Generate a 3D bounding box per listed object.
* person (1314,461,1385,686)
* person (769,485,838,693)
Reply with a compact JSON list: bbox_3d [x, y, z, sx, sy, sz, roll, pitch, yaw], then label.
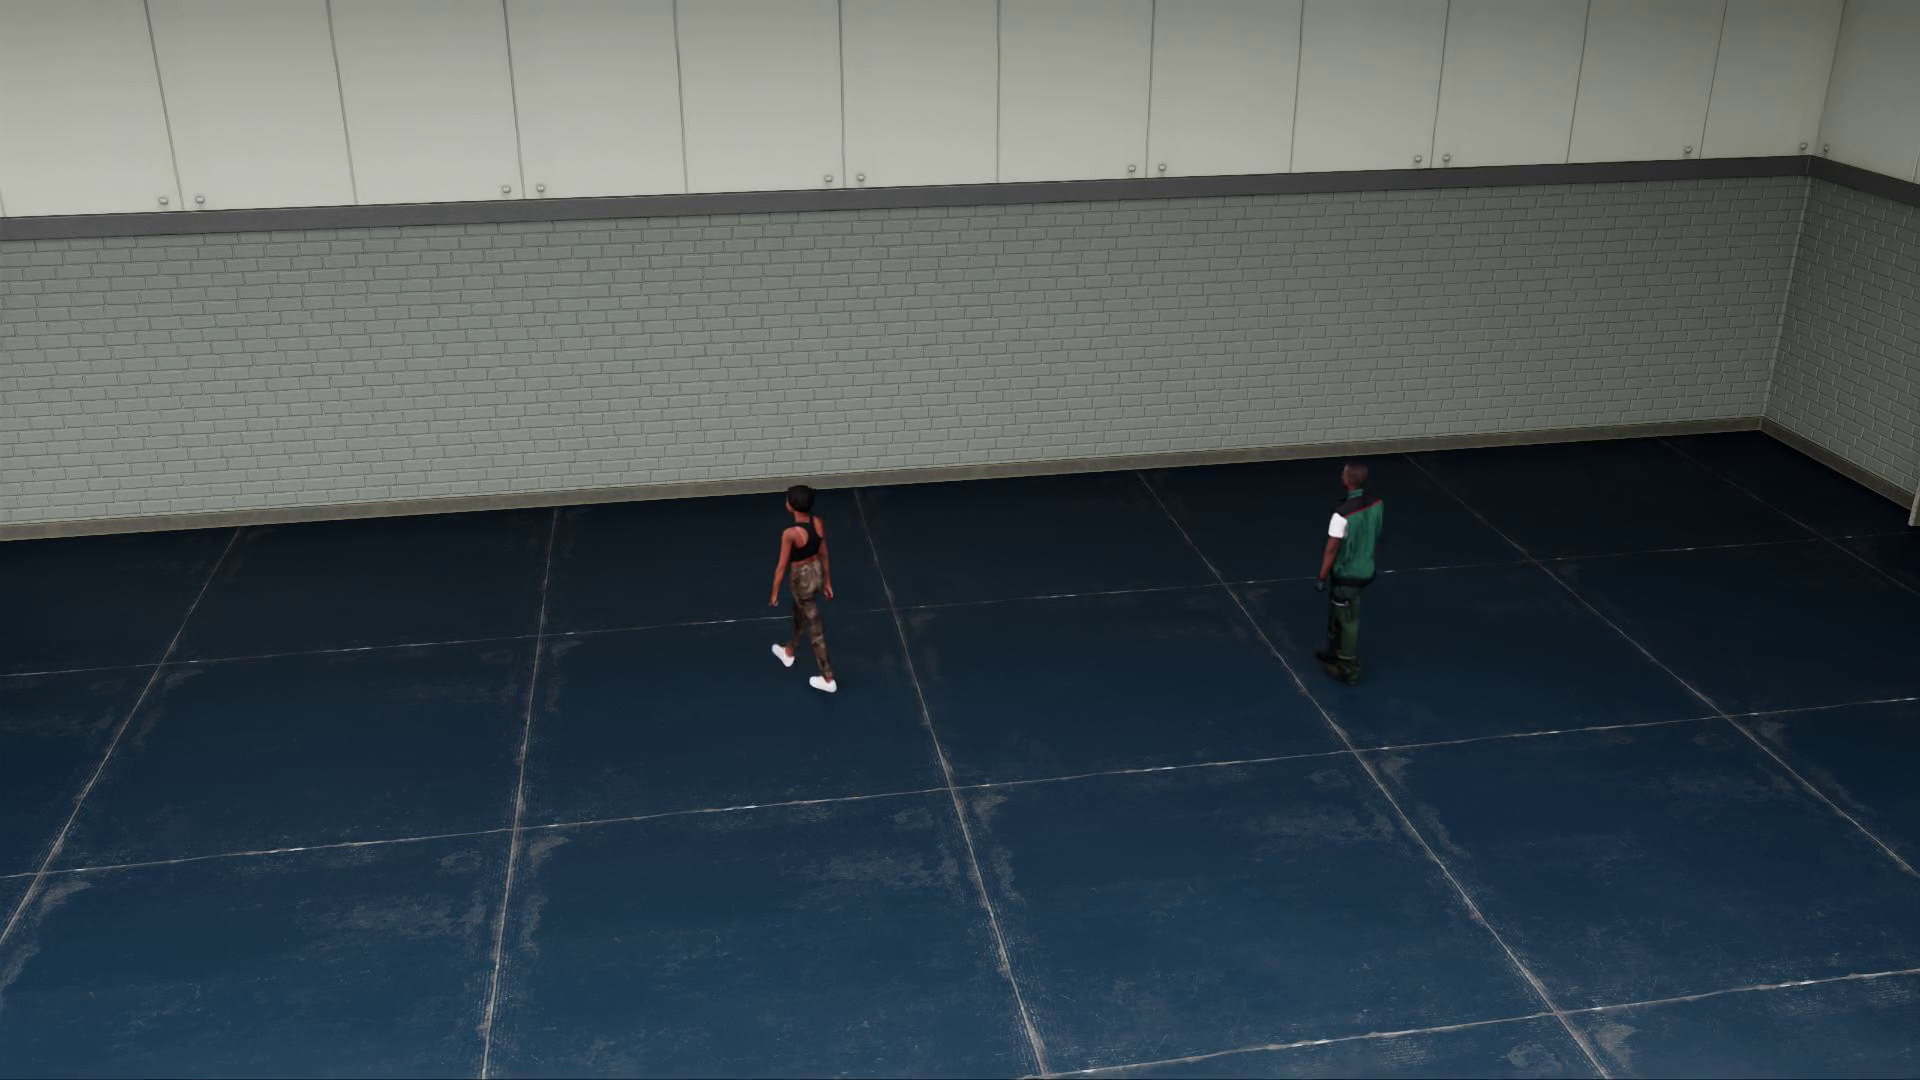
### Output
[{"bbox_3d":[3.081,0.288,12.851,0.871,1.828,0.919,-19,30,-37],"label":"person"},{"bbox_3d":[-1.115,0.406,12.780,1.102,1.665,0.991,19,30,37],"label":"person"}]
